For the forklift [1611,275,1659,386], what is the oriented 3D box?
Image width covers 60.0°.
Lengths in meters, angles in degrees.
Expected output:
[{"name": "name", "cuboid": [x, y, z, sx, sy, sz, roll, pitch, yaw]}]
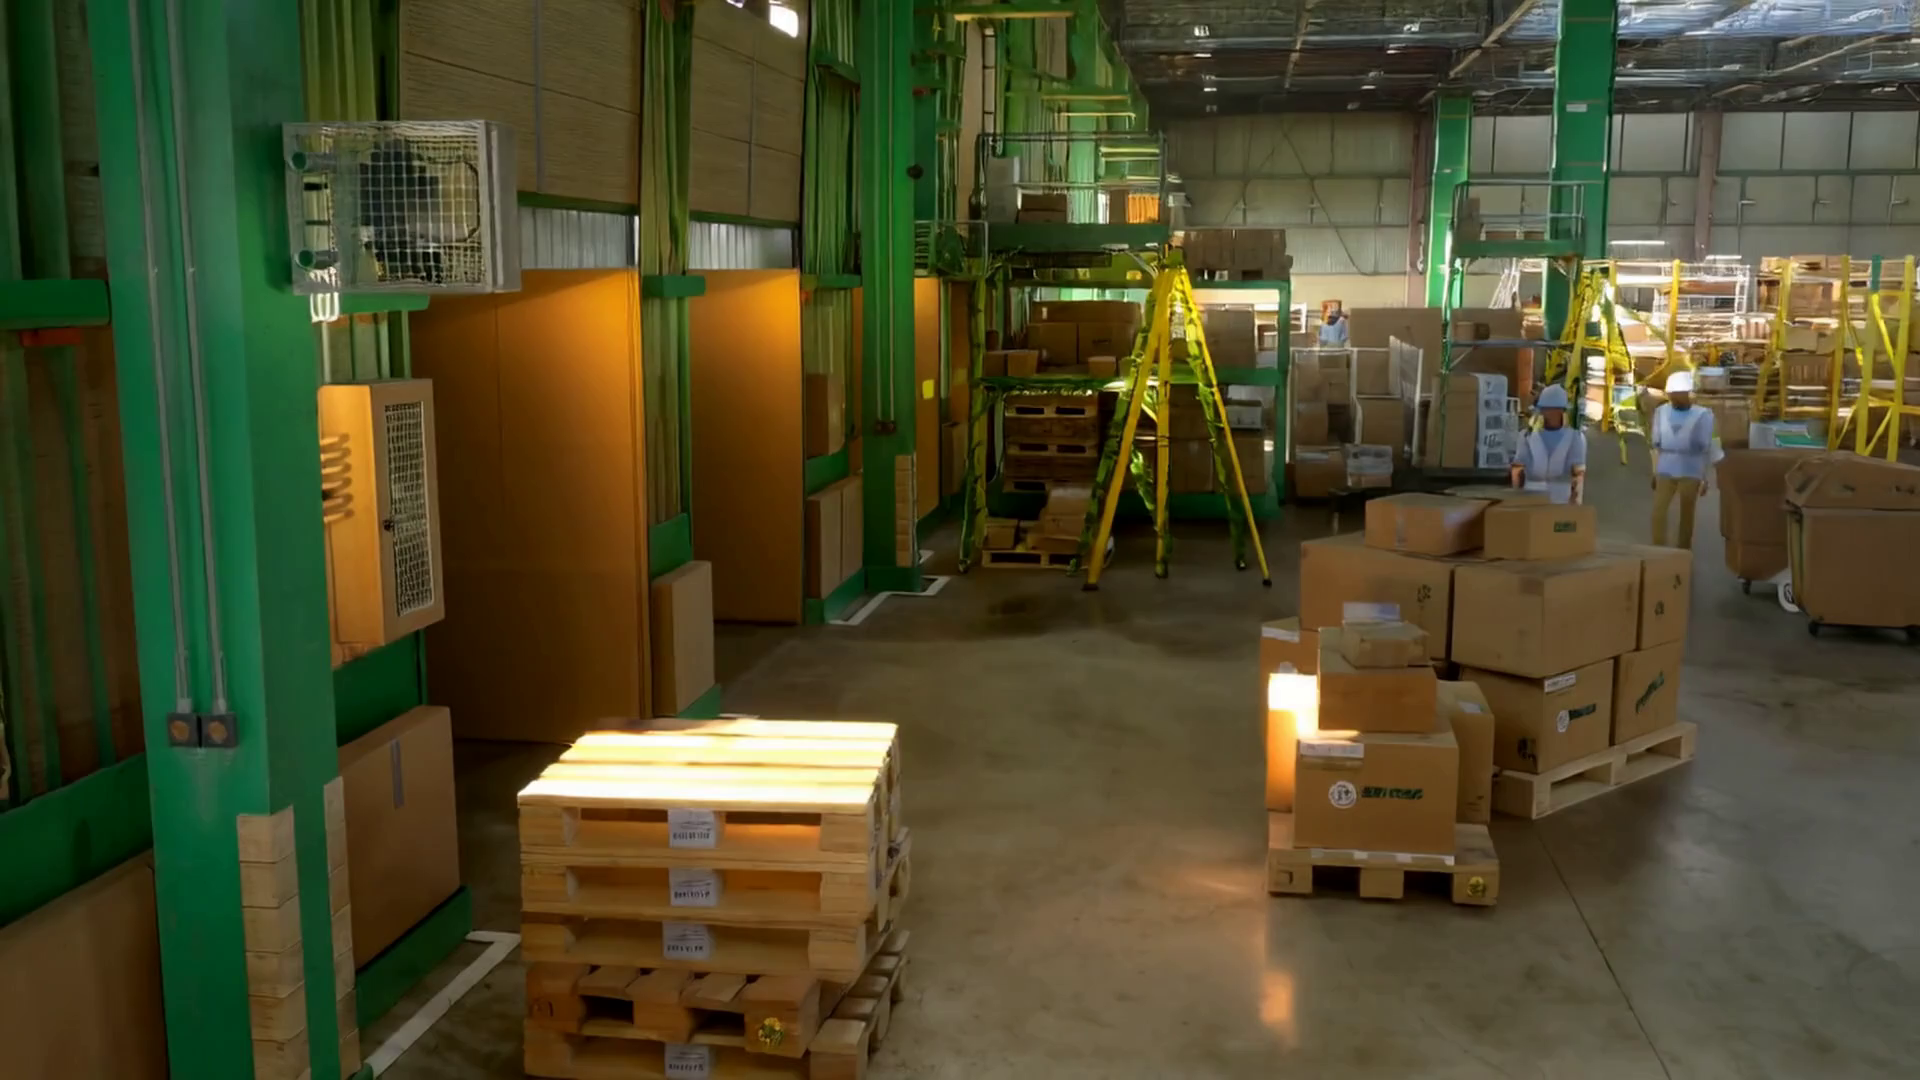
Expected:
[{"name": "forklift", "cuboid": [16.302, -5.241, 41.090, 1.873, 2.768, 1.129, 4, 10, 22]}]

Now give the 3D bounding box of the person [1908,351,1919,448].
[{"name": "person", "cuboid": [15.501, -2.340, 26.726, 0.333, 1.733, 0.500, 5, 10, 28]}]

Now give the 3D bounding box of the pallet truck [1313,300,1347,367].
[{"name": "pallet truck", "cuboid": [11.159, -6.200, 49.718, 0.823, 1.965, 1.885, 4, 10, 26]}]

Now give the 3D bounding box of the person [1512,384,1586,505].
[{"name": "person", "cuboid": [4.733, -0.286, 13.417, 0.545, 1.942, 0.349, 4, 10, 22]}]

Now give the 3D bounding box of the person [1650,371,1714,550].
[{"name": "person", "cuboid": [6.751, -0.629, 15.651, 0.611, 1.894, 0.798, 7, 12, 38]}]
